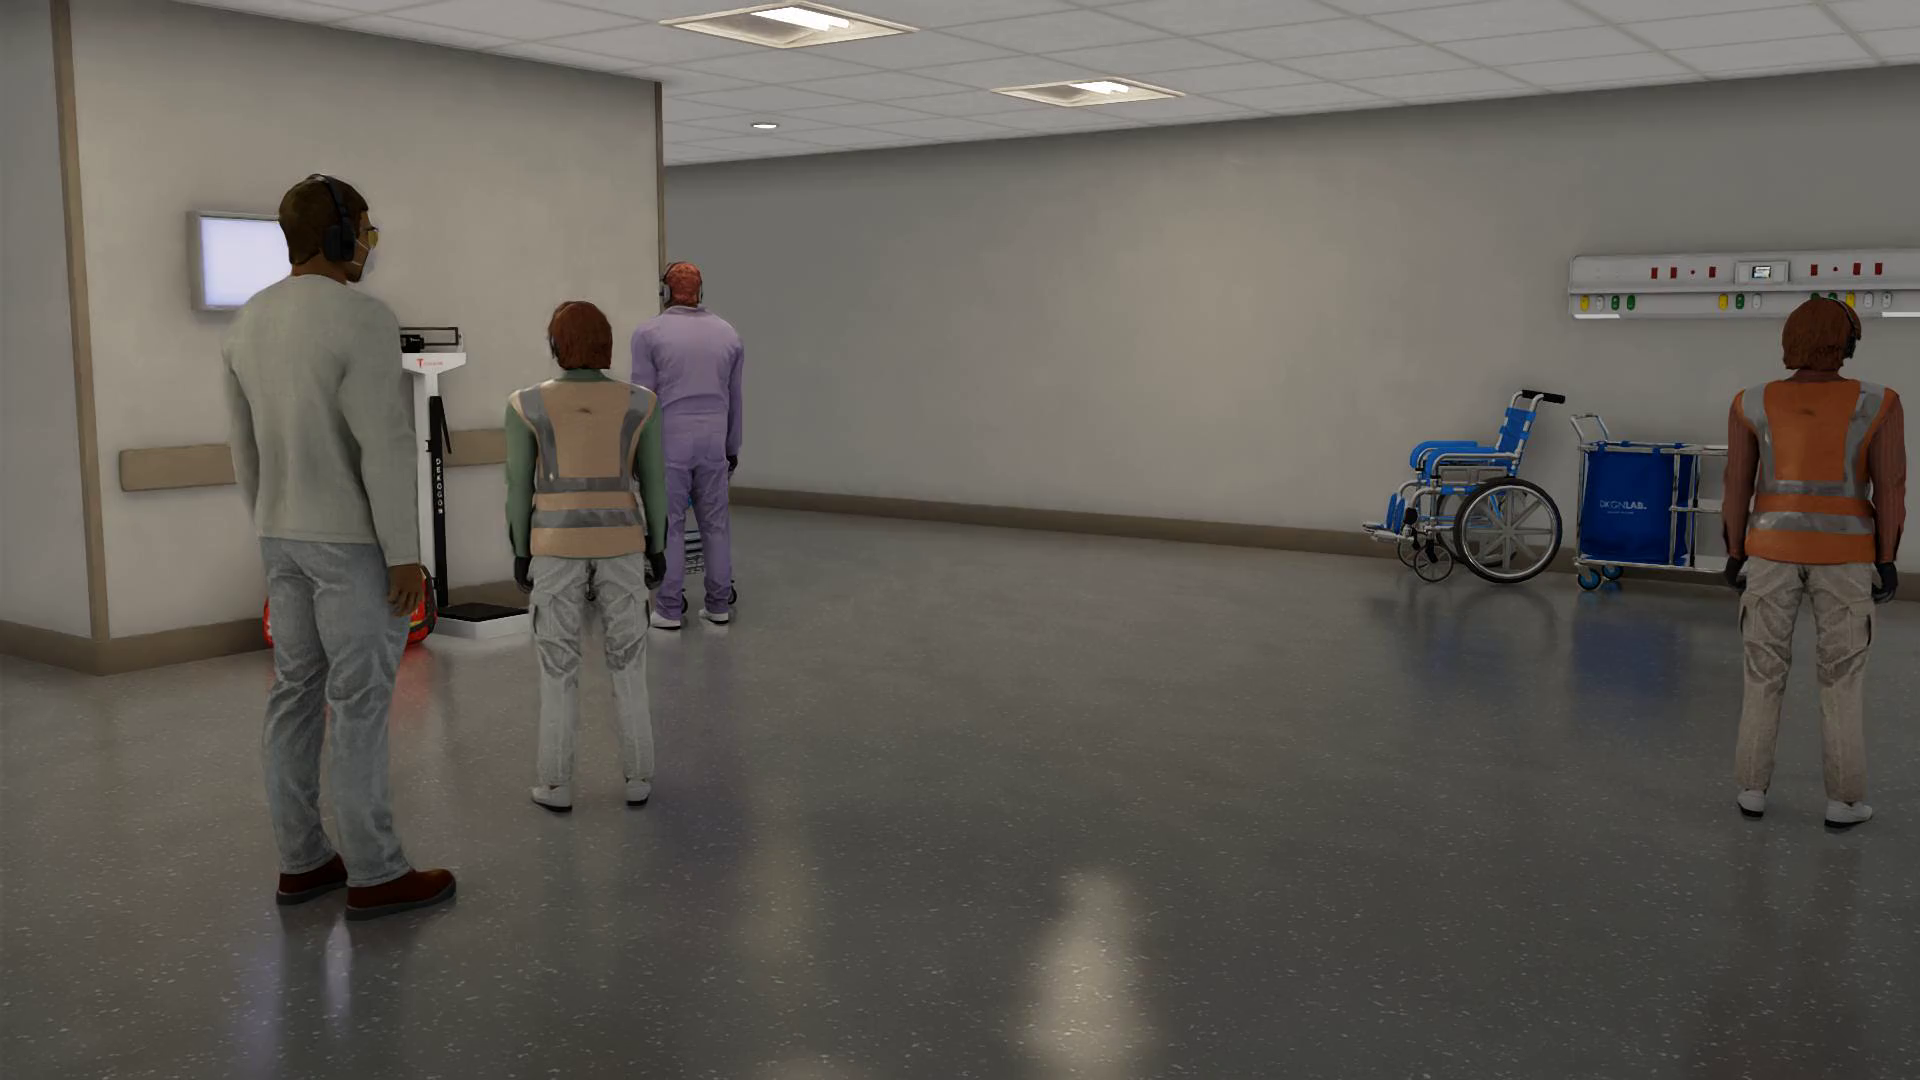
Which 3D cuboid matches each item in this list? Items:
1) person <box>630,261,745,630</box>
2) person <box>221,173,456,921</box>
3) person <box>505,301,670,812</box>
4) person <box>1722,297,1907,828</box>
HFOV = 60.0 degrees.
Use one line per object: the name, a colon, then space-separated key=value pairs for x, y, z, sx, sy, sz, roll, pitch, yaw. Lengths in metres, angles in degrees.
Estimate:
person: x=-1.434 y=-0.488 z=8.655 sx=0.650 sy=1.903 sz=0.399 roll=-6 pitch=9 yaw=-39
person: x=-1.648 y=0.022 z=4.381 sx=0.627 sy=1.940 sz=0.370 roll=4 pitch=8 yaw=32
person: x=-1.193 y=0.052 z=5.364 sx=0.517 sy=1.632 sz=0.314 roll=-2 pitch=7 yaw=-18
person: x=2.644 y=0.070 z=5.181 sx=0.512 sy=1.642 sz=0.312 roll=5 pitch=9 yaw=35
